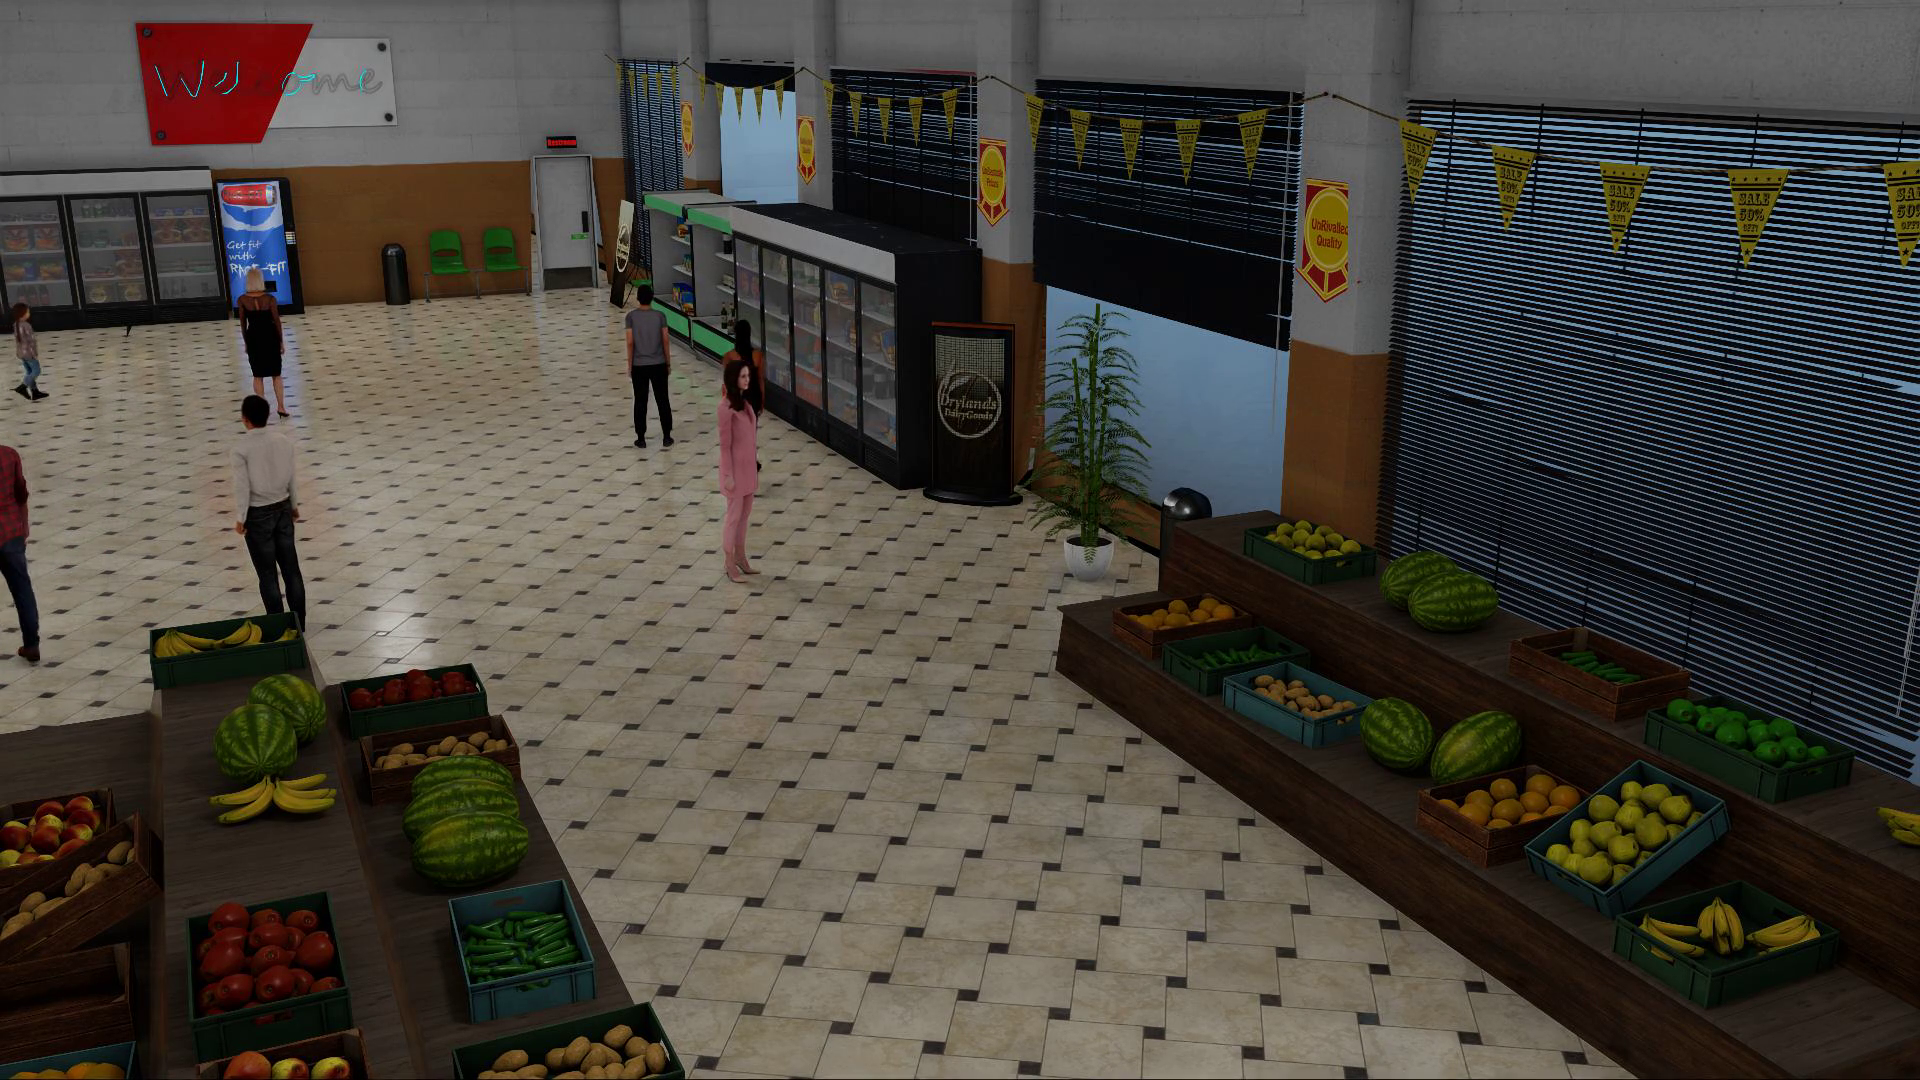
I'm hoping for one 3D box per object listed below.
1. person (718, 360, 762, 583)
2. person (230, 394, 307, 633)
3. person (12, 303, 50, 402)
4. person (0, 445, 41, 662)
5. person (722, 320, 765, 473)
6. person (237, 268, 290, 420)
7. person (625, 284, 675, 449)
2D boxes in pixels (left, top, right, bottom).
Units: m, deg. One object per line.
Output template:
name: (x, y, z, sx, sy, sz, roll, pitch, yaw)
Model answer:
person: (-1.794, -0.565, 13.427, 0.741, 1.801, 0.682, 6, 18, 19)
person: (-5.029, -0.170, 12.107, 0.743, 1.813, 0.742, 11, 20, 33)
person: (-11.283, -2.256, 20.049, 0.682, 1.189, 0.713, 11, 20, 32)
person: (-6.696, -0.004, 11.599, 1.278, 1.790, 1.044, 13, 21, 37)
person: (-2.073, -1.308, 16.127, 0.642, 1.654, 0.826, -10, 20, -30)
person: (-7.995, -2.251, 19.070, 0.633, 1.748, 0.580, -3, 17, -11)
person: (-3.327, -1.866, 17.795, 0.645, 1.753, 0.601, -4, 17, -14)
